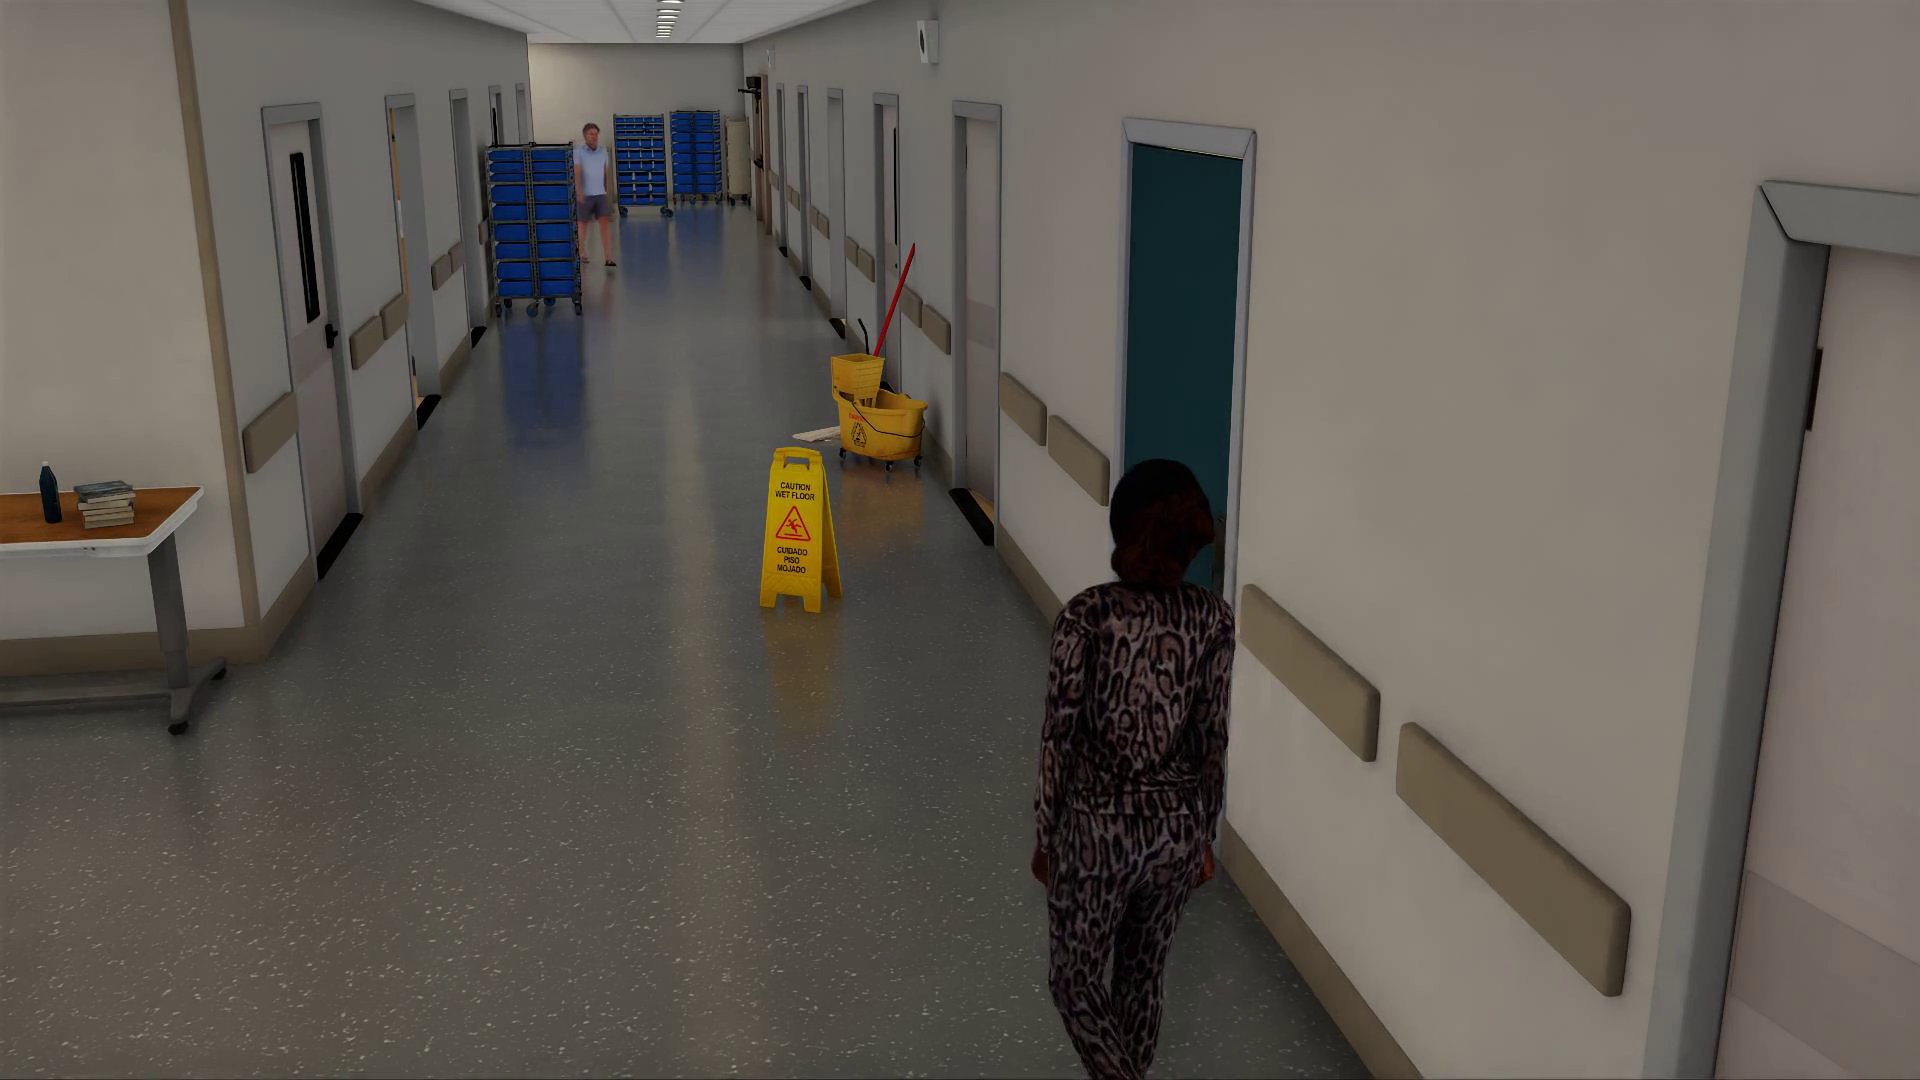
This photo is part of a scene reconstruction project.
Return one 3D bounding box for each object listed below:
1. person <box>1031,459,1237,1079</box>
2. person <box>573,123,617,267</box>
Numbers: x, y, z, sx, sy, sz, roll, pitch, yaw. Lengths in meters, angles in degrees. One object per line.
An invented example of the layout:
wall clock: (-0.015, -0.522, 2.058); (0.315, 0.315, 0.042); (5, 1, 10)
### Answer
person: (0.378, 0.677, 3.543); (0.614, 1.705, 0.903); (-4, 16, -14)
person: (-4.815, -4.453, 21.583); (0.875, 1.790, 1.241); (-8, 18, -27)
